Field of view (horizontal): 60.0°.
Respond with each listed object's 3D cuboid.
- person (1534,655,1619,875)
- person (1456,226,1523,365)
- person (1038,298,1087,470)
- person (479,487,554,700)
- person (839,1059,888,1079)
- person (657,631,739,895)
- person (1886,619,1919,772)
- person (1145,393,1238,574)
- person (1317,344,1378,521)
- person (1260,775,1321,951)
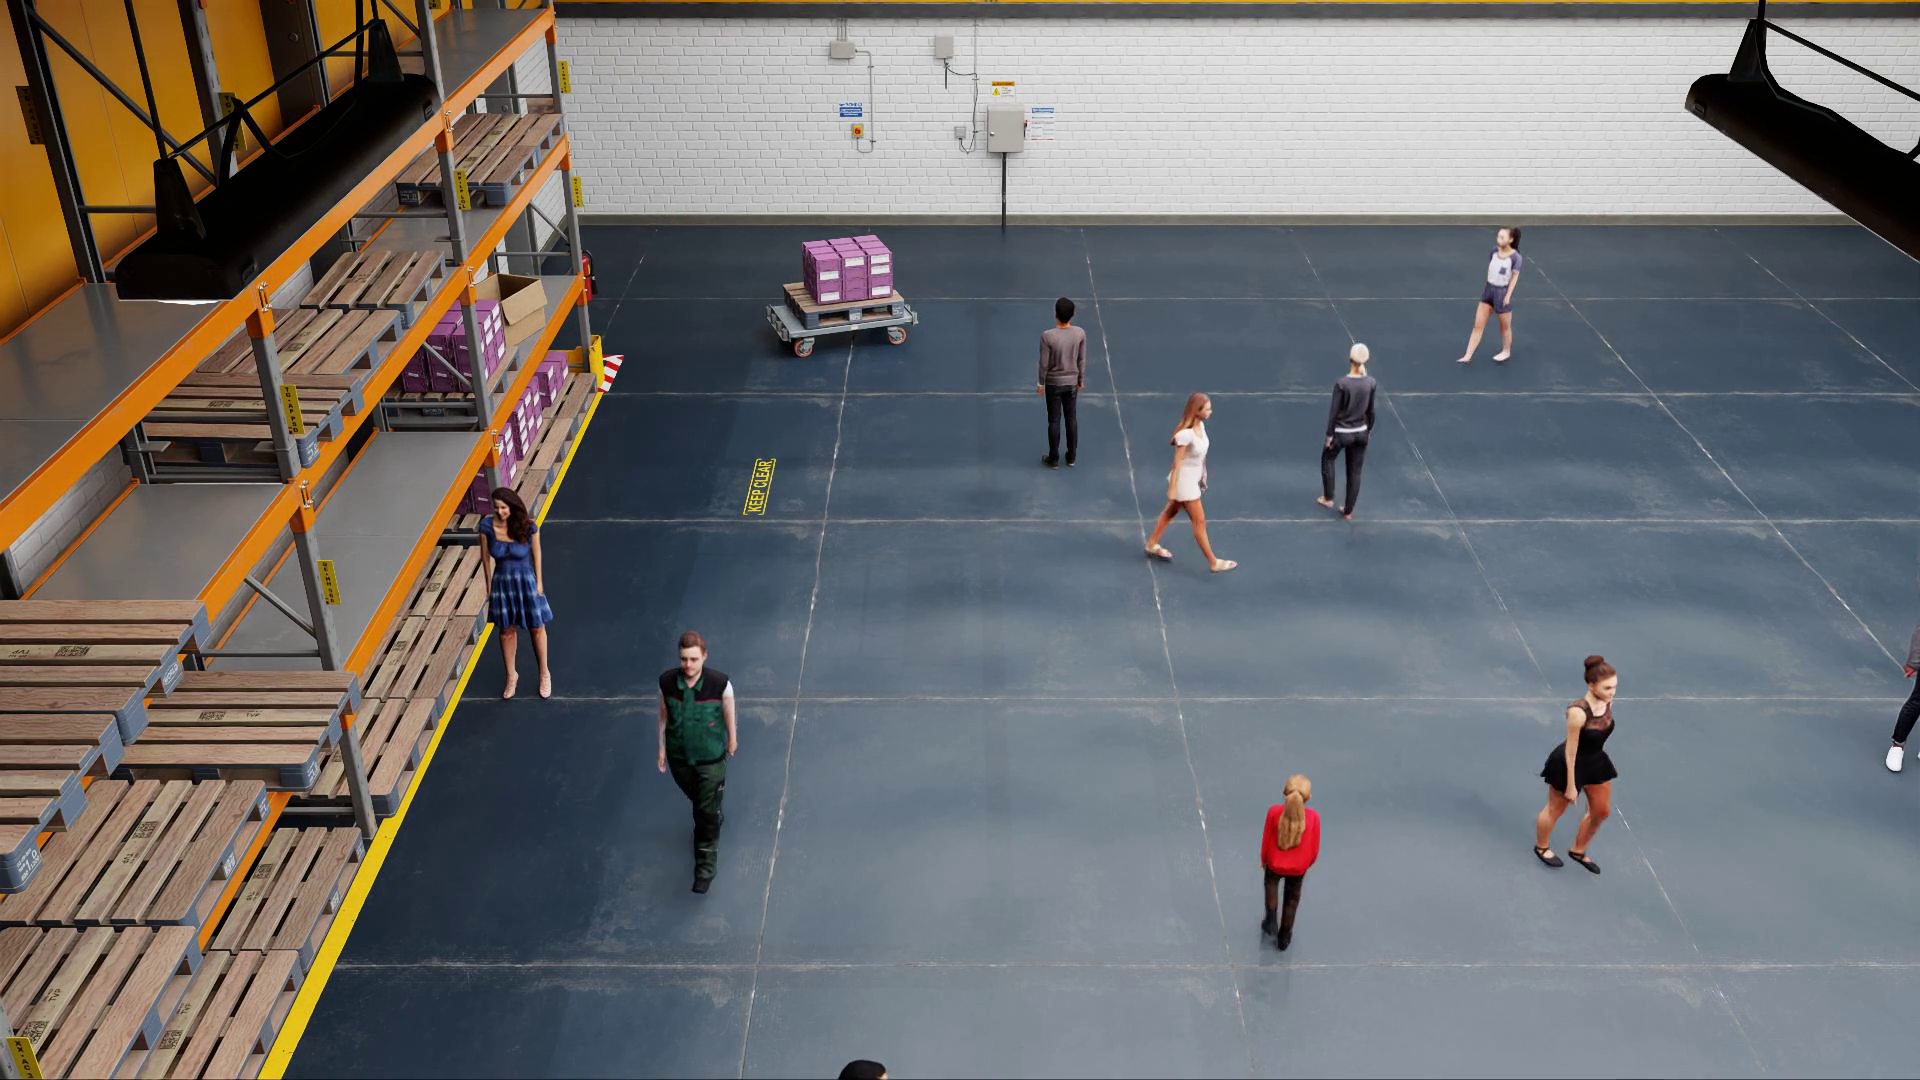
[{"bbox_3d":[4.033,1.457,11.030,0.770,1.663,0.841,-17,33,-28],"label":"person"},{"bbox_3d":[6.139,-2.737,18.778,1.001,1.607,1.044,-17,33,-28],"label":"person"},{"bbox_3d":[1.006,-1.548,16.428,0.696,1.769,0.635,-6,29,-11],"label":"person"},{"bbox_3d":[-3.418,0.412,12.796,0.663,1.806,0.554,-1,29,-1],"label":"person"},{"bbox_3d":[-0.438,3.126,7.887,0.747,1.743,0.540,-5,29,-8],"label":"person"},{"bbox_3d":[-1.733,1.377,11.047,0.757,1.787,1.164,4,29,8],"label":"person"},{"bbox_3d":[7.115,0.865,11.956,0.771,1.816,0.652,6,29,10],"label":"person"},{"bbox_3d":[1.921,-0.520,14.677,1.019,1.642,1.140,16,32,27],"label":"person"},{"bbox_3d":[3.633,-0.973,15.434,0.668,1.712,0.691,-3,29,-6],"label":"person"},{"bbox_3d":[2.039,2.039,10.371,0.546,1.273,0.562,6,29,10],"label":"person"}]
